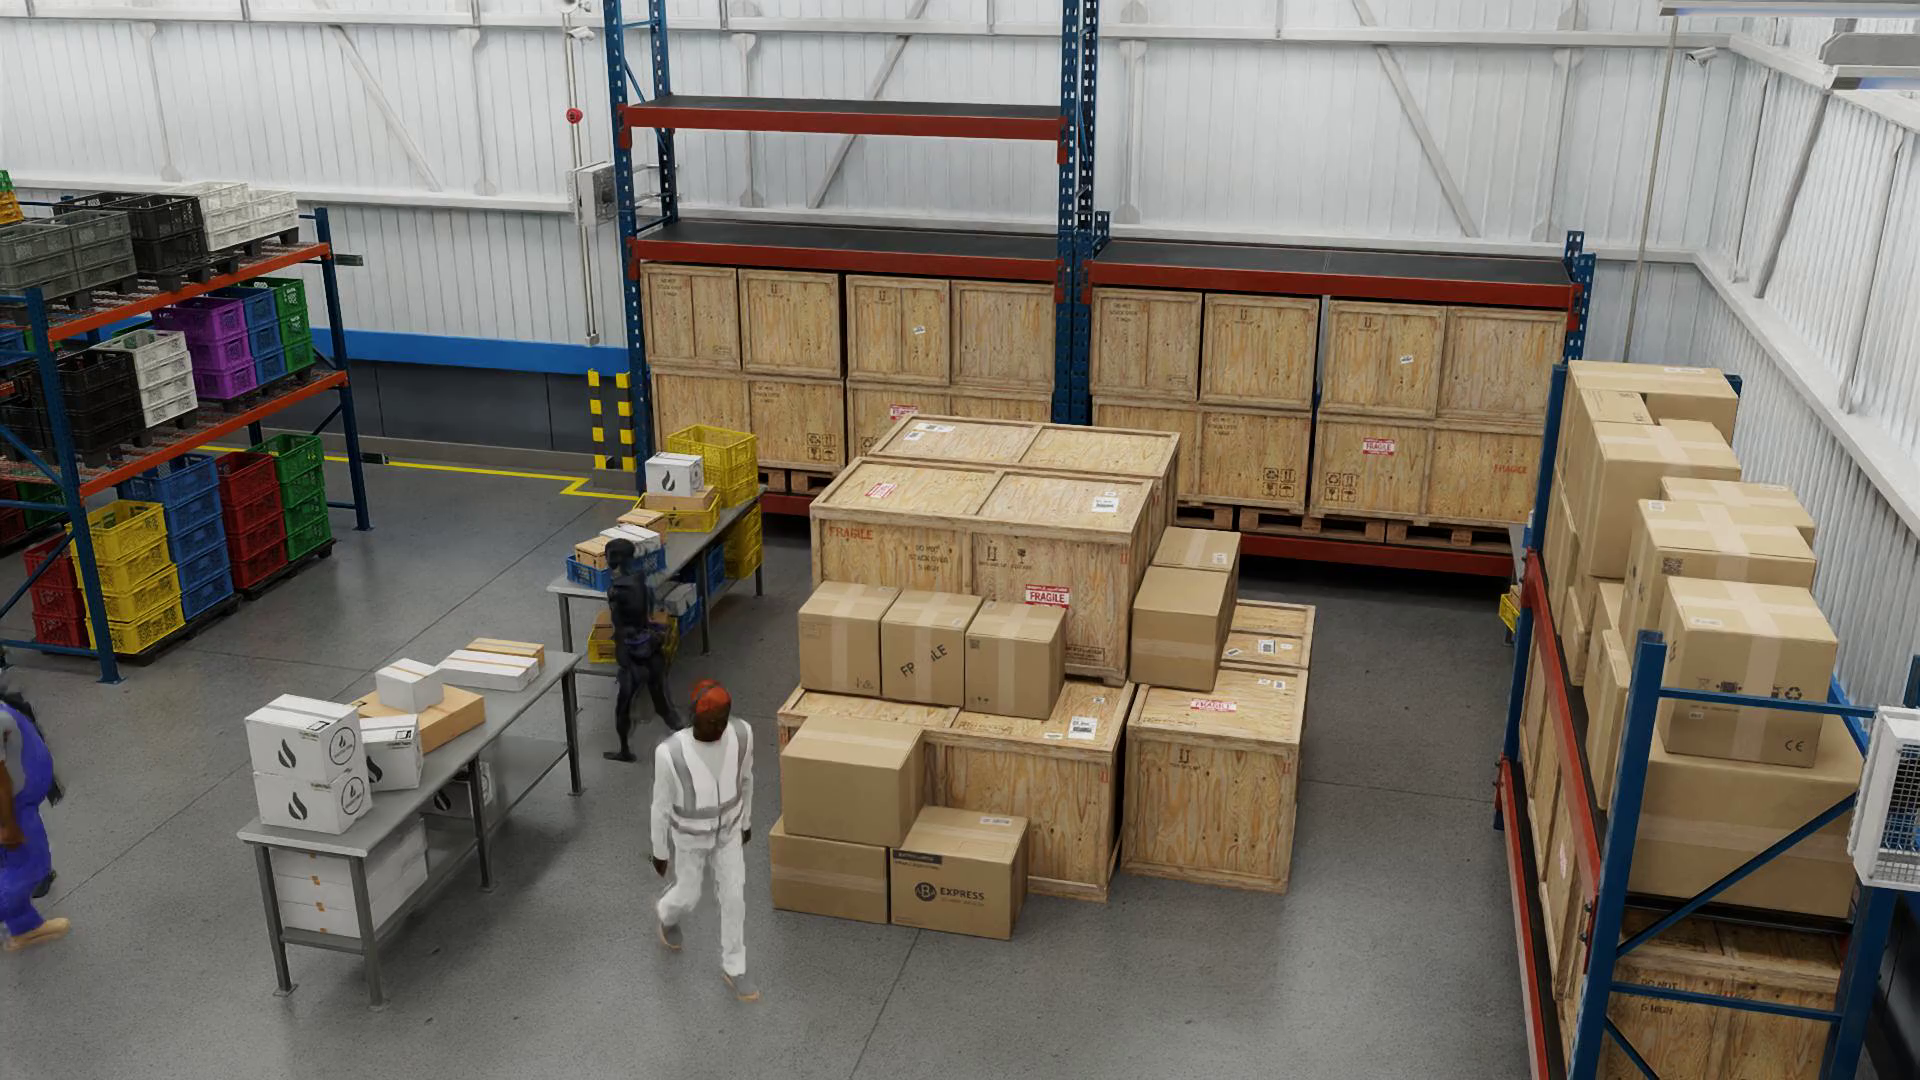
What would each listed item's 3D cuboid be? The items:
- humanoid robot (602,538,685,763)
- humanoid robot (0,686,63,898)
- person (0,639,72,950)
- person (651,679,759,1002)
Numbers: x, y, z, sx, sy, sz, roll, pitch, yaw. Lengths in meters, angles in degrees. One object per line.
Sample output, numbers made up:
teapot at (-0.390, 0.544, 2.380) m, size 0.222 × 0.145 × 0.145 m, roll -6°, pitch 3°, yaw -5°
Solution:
humanoid robot at (-2.084, 0.758, 11.131) m, size 0.703 × 1.631 × 0.584 m, roll 7°, pitch 22°, yaw 18°
humanoid robot at (-5.506, 1.346, 9.565) m, size 0.592 × 1.635 × 0.456 m, roll -1°, pitch 21°, yaw -3°
person at (-5.239, 1.379, 8.959) m, size 0.709 × 2.000 × 0.667 m, roll 18°, pitch 27°, yaw 39°
person at (-1.401, 1.517, 8.873) m, size 0.592 × 1.854 × 0.798 m, roll -14°, pitch 25°, yaw -32°
